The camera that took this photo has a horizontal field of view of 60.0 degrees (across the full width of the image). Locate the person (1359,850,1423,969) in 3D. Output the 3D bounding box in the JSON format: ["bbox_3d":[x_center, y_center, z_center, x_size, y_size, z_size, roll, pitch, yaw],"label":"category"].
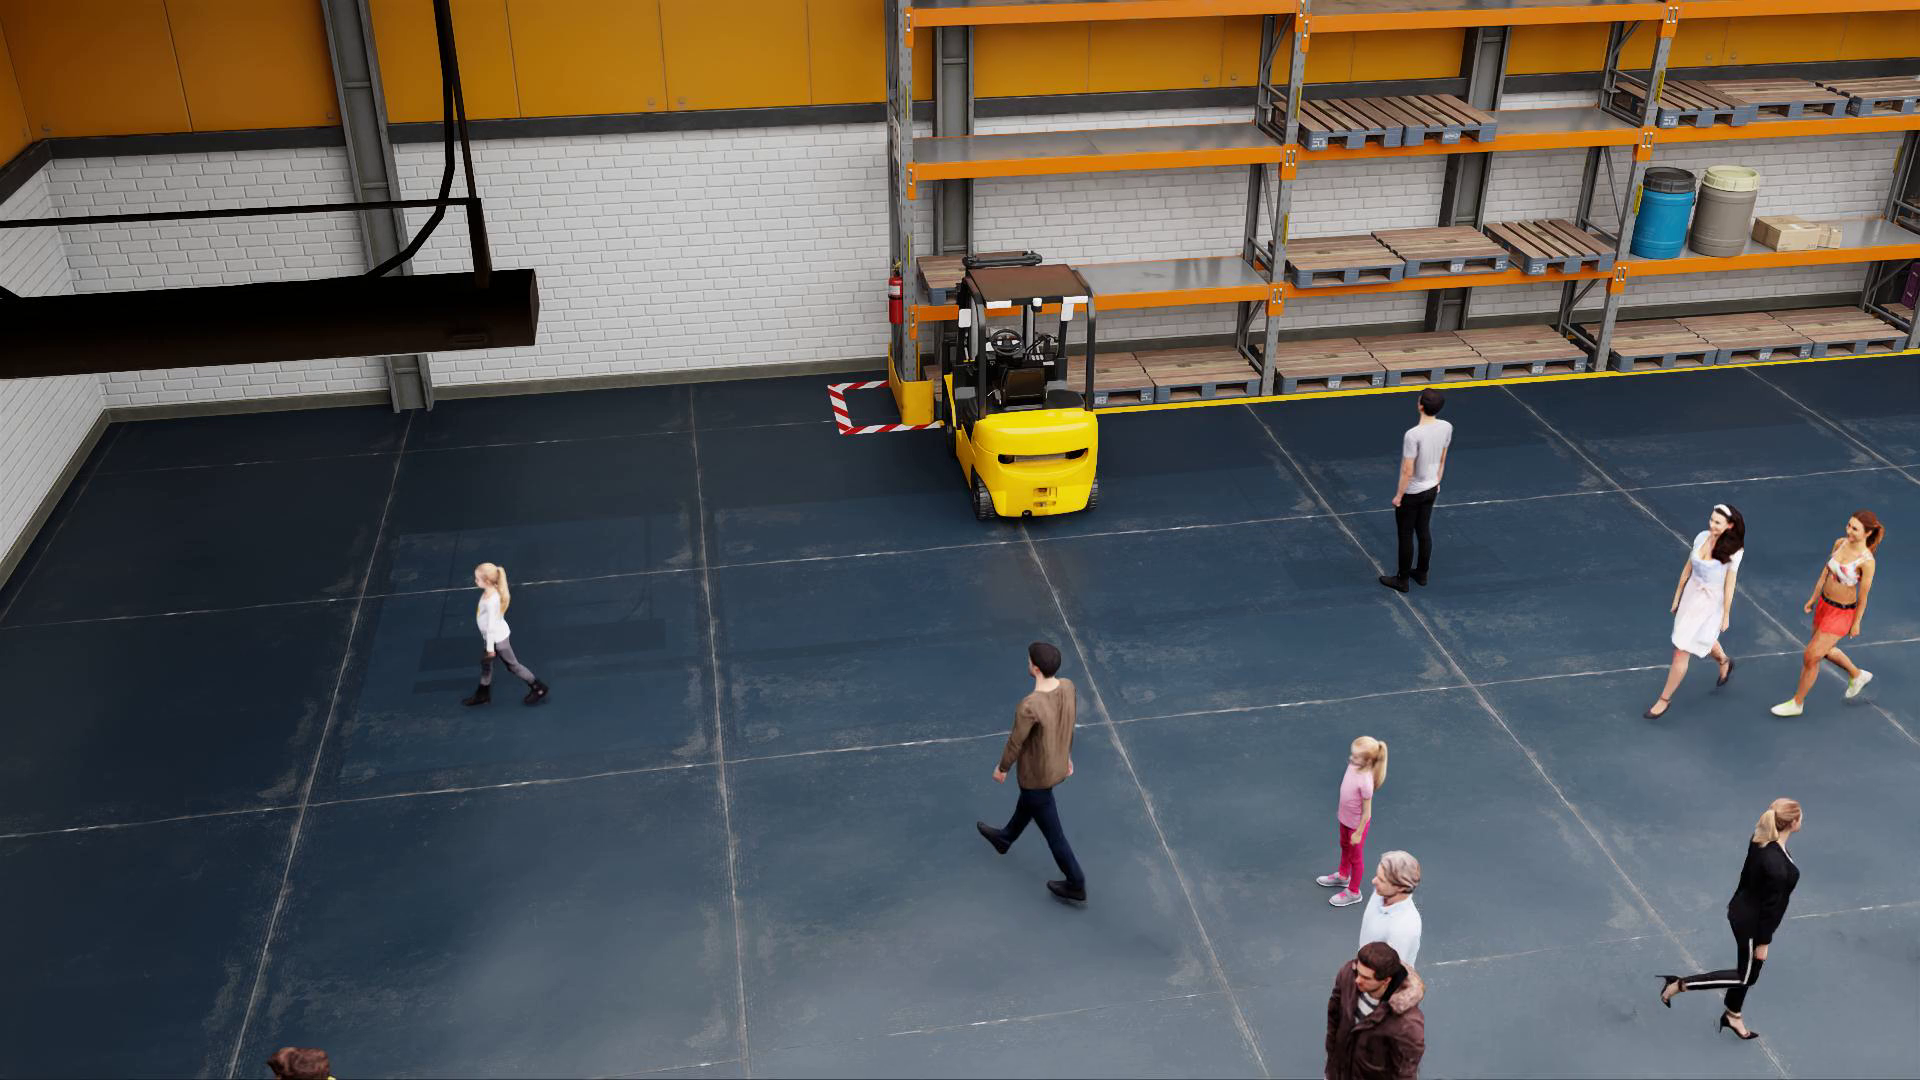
[{"bbox_3d":[2.367,2.448,9.139,0.639,1.829,0.703,1,29,1],"label":"person"}]

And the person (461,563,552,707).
[{"bbox_3d":[-3.507,0.747,12.853,0.920,1.259,0.547,-7,29,-12],"label":"person"}]

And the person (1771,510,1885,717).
[{"bbox_3d":[6.741,0.560,12.666,1.042,1.765,0.604,-4,29,-7],"label":"person"}]

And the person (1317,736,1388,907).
[{"bbox_3d":[2.587,1.811,10.885,0.502,1.276,0.475,-4,29,-8],"label":"person"}]

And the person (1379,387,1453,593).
[{"bbox_3d":[3.961,-0.429,14.379,0.617,1.862,0.800,-16,33,-27],"label":"person"}]

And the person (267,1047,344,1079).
[{"bbox_3d":[-2.886,3.111,7.764,0.620,1.982,0.759,-6,29,-11],"label":"person"}]

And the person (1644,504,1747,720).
[{"bbox_3d":[5.744,0.528,12.711,1.247,1.779,0.838,-11,31,-20],"label":"person"}]

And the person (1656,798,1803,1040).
[{"bbox_3d":[4.518,2.235,9.688,0.970,1.678,0.820,8,30,14],"label":"person"}]

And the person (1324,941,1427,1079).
[{"bbox_3d":[2.179,2.758,8.583,1.124,1.818,0.940,-14,32,-24],"label":"person"}]

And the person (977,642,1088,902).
[{"bbox_3d":[0.598,1.551,10.787,1.234,1.826,1.185,19,34,31],"label":"person"}]
